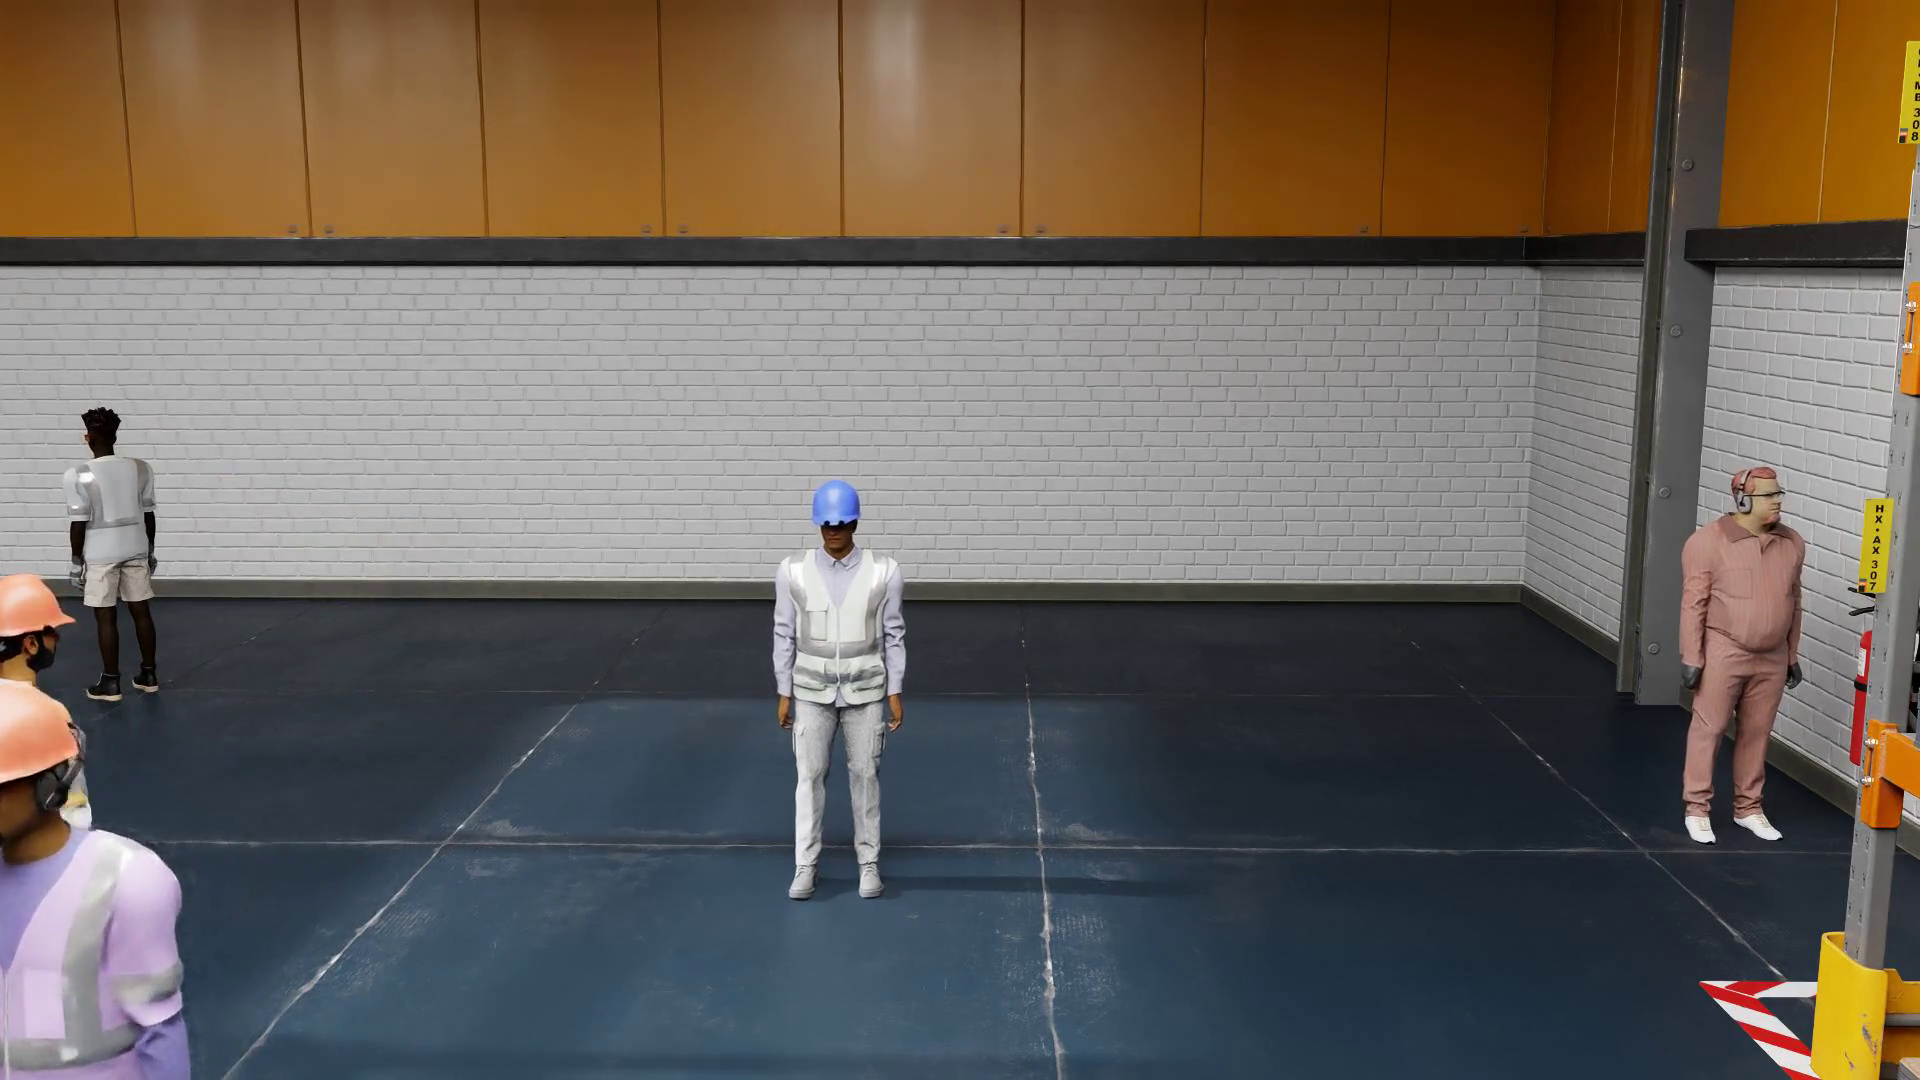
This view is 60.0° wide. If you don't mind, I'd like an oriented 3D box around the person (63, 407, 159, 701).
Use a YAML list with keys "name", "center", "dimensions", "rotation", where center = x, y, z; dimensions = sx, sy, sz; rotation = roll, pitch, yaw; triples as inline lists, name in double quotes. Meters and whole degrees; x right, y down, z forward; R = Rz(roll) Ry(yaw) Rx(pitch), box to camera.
- name: "person"
  center: [-5.676, 0.091, 11.148]
  dimensions: [0.367, 1.966, 0.603]
  rotation: [6, 11, 33]

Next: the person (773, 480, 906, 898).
- name: "person"
  center: [-0.550, 0.688, 7.631]
  dimensions: [0.607, 1.947, 0.406]
  rotation: [0, 9, -1]

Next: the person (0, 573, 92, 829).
- name: "person"
  center: [-2.973, 1.067, 5.383]
  dimensions: [0.545, 1.941, 0.351]
  rotation: [5, 11, 27]

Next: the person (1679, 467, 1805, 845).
- name: "person"
  center: [3.950, 0.580, 8.382]
  dimensions: [0.651, 1.913, 0.410]
  rotation: [-1, 10, -8]

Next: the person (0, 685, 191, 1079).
- name: "person"
  center: [-1.987, 1.296, 3.746]
  dimensions: [0.629, 2.027, 0.530]
  rotation: [3, 10, 15]
